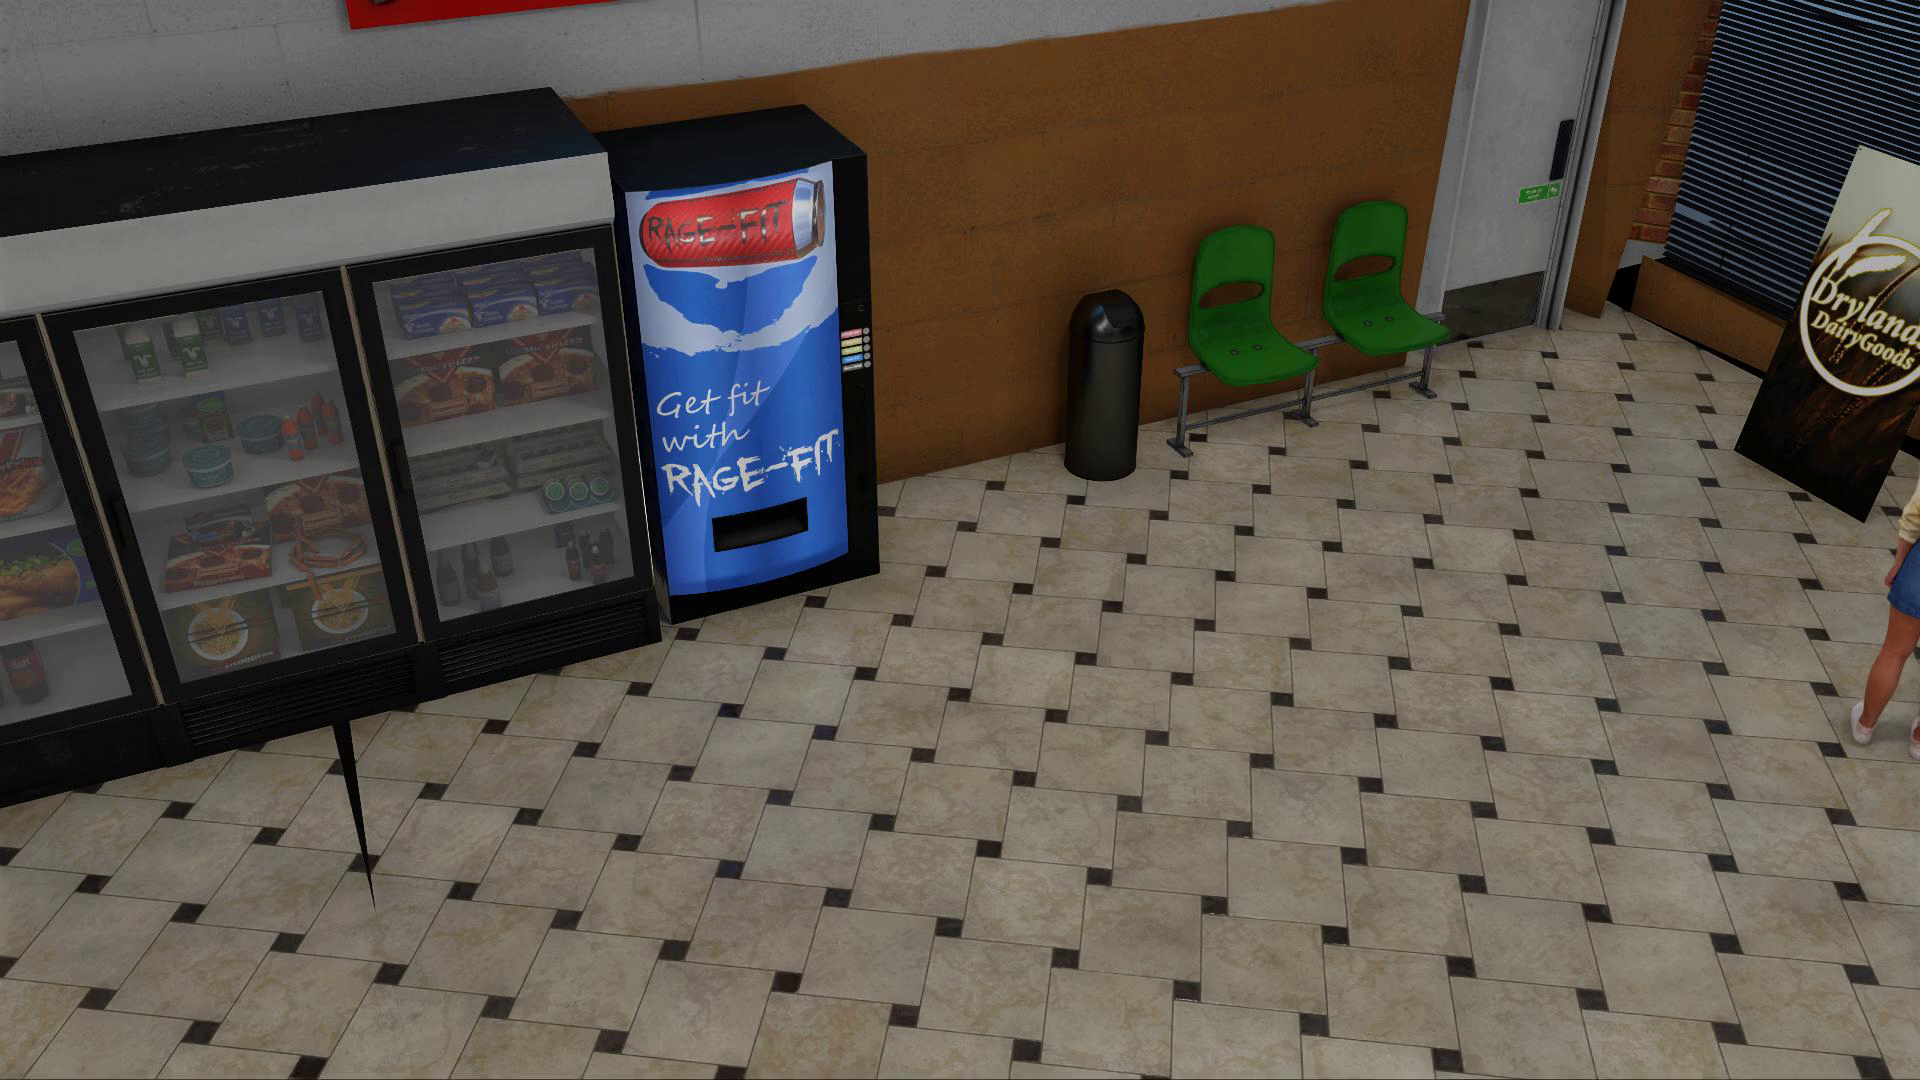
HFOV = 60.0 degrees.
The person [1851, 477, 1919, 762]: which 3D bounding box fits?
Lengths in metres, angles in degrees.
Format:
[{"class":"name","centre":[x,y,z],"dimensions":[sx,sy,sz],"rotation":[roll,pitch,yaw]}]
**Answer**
[{"class":"person","centre":[3.891,0.140,6.540],"dimensions":[0.696,1.630,0.764],"rotation":[12,34,19]}]
